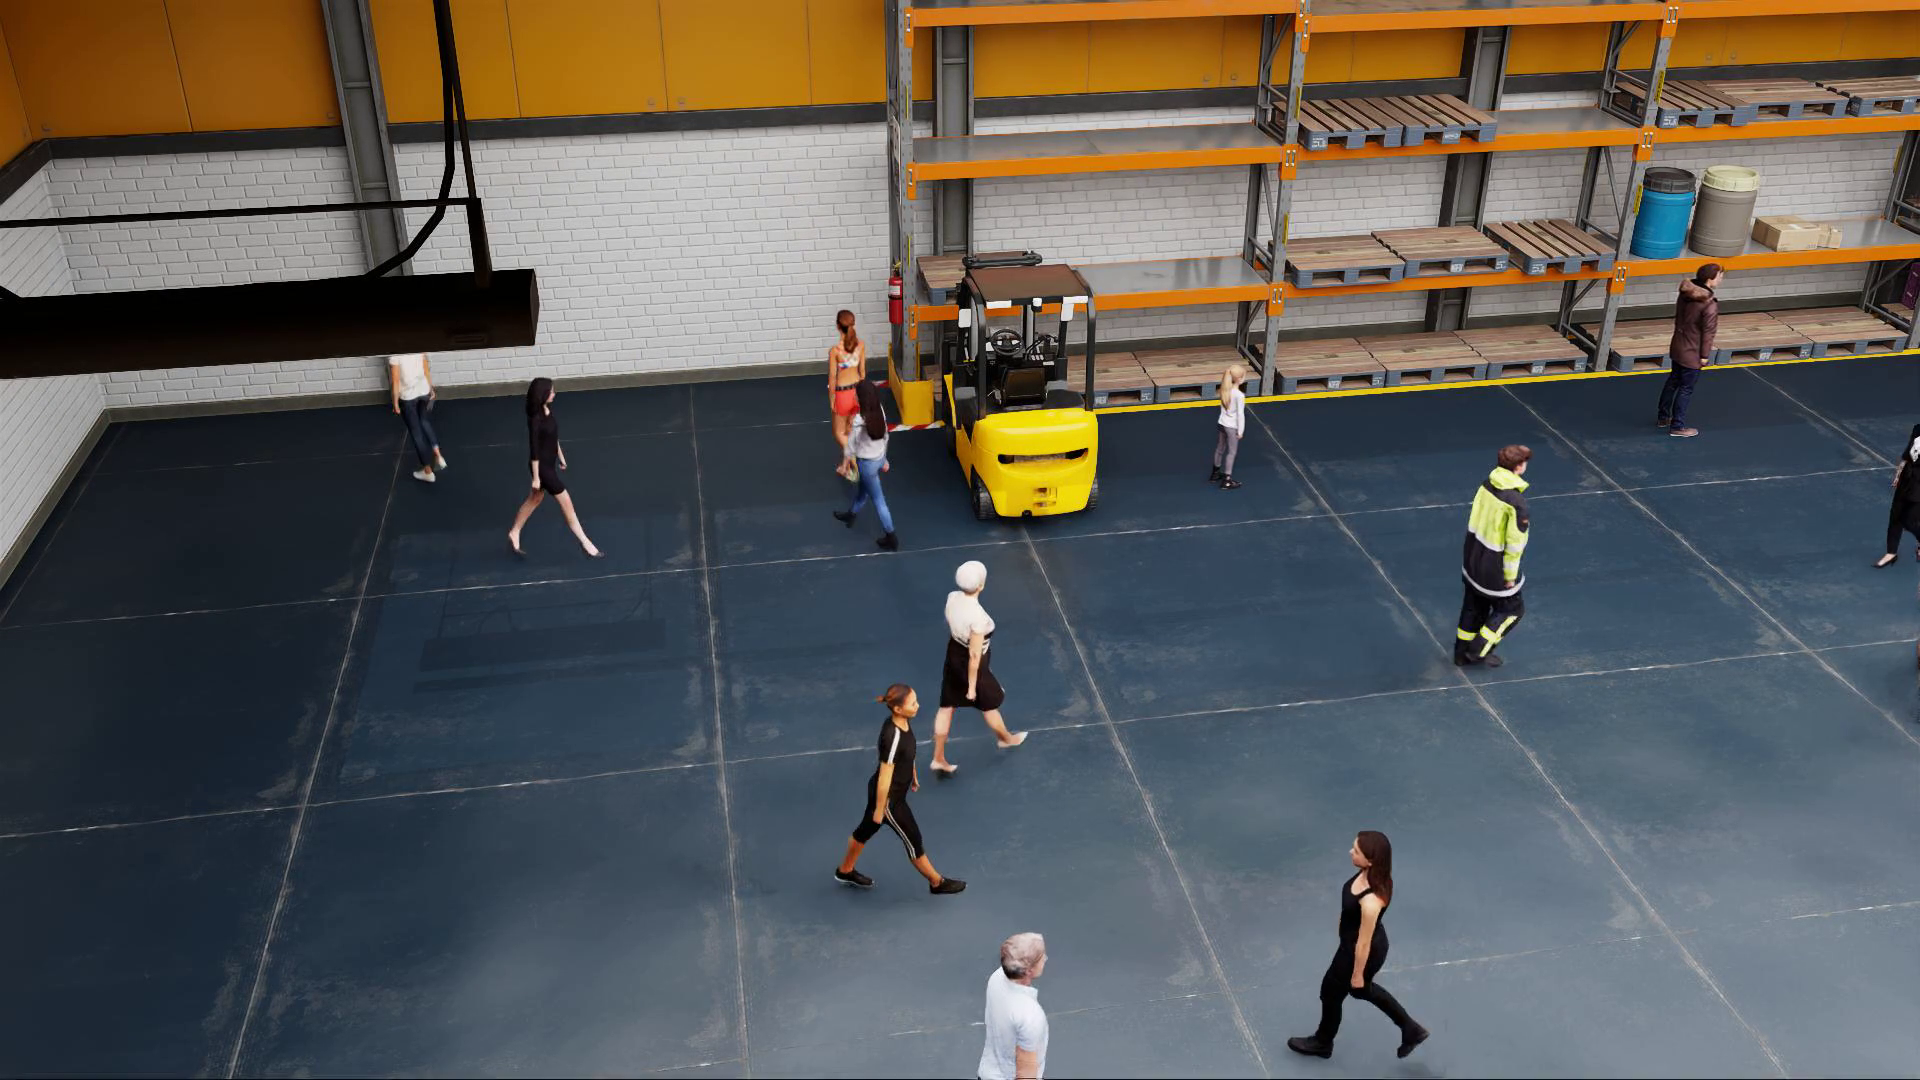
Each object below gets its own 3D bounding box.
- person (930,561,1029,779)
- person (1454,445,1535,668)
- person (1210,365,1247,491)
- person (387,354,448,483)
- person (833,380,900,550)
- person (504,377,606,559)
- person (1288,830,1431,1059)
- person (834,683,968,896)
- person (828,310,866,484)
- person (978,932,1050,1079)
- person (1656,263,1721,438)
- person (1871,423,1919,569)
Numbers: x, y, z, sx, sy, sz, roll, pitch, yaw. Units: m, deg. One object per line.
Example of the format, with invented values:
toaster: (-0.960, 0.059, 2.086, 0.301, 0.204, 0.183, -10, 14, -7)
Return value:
person: (-0.029, 0.980, 11.949, 1.151, 1.715, 0.932, -20, 34, -32)
person: (4.158, 0.163, 13.182, 0.742, 1.968, 0.819, -8, 30, -15)
person: (2.622, -1.119, 16.254, 0.566, 1.277, 0.547, -15, 32, -26)
person: (-5.242, -1.380, 16.188, 0.815, 1.799, 0.765, 14, 32, 25)
person: (-0.738, -0.649, 15.059, 1.087, 1.597, 0.967, 14, 32, 24)
person: (-3.786, -0.594, 14.799, 1.189, 1.749, 0.731, 0, 29, 0)
person: (2.351, 2.364, 9.462, 1.101, 1.667, 0.866, 7, 29, 12)
person: (-0.532, 1.652, 10.822, 1.189, 1.614, 0.794, 3, 29, 5)
person: (-1.046, -1.344, 16.146, 0.877, 1.776, 0.817, -16, 32, -27)
person: (0.175, 2.787, 8.535, 0.833, 1.812, 0.766, -11, 31, -20)
person: (7.573, -1.993, 17.262, 0.631, 1.847, 0.736, -4, 29, -8)
person: (8.513, -0.467, 14.672, 0.722, 1.649, 0.643, -7, 29, -13)
